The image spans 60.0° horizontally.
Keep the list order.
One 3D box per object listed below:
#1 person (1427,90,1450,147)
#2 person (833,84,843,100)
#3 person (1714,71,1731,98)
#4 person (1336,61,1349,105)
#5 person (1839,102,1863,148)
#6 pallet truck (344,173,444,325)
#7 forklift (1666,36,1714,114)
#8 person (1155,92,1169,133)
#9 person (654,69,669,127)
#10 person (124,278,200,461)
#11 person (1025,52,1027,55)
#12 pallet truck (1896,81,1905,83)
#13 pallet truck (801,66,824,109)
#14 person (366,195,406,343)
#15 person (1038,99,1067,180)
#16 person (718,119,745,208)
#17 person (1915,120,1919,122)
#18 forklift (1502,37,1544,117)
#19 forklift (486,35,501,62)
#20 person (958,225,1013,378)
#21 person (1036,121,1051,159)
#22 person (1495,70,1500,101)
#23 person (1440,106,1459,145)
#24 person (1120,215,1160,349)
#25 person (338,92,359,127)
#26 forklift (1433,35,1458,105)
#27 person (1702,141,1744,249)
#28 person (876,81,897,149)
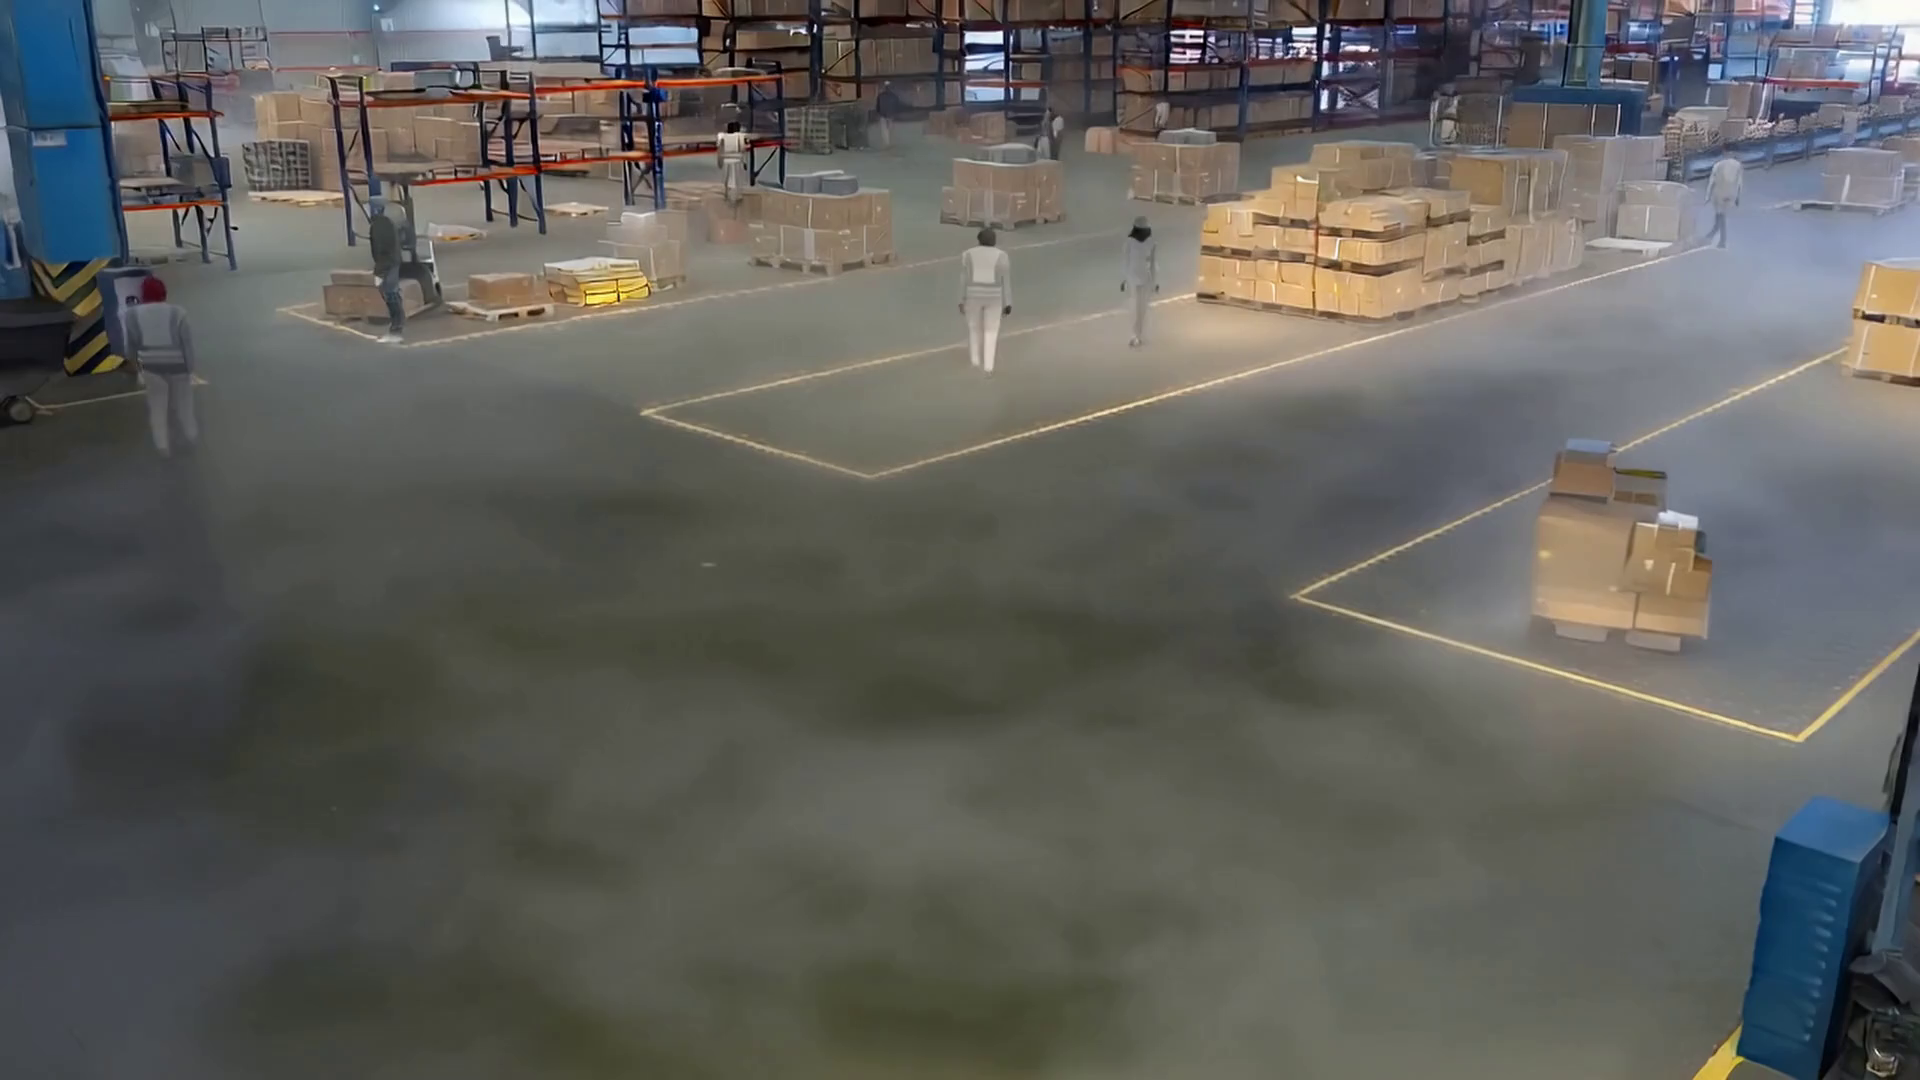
[{"bbox_3d":[13.459,-11.753,46.901,0.617,1.781,0.914,14,23,36],"label":"person"},{"bbox_3d":[-3.845,-13.576,52.628,0.312,1.638,0.512,9,20,25],"label":"person"},{"bbox_3d":[27.600,-16.139,60.264,0.557,1.676,0.526,15,24,38],"label":"person"},{"bbox_3d":[15.471,-18.529,67.268,0.579,1.814,0.605,16,24,39],"label":"person"},{"bbox_3d":[24.135,-11.024,45.005,0.522,1.595,0.800,17,25,41],"label":"person"},{"bbox_3d":[-8.209,-4.181,23.757,0.823,1.965,1.885,3,19,9],"label":"pallet truck"},{"bbox_3d":[27.341,-17.291,61.877,1.129,2.768,1.873,17,25,41],"label":"forklift"},{"bbox_3d":[5.765,-11.929,47.571,0.322,1.697,0.533,17,25,41],"label":"person"},{"bbox_3d":[-10.132,-14.985,56.452,0.588,1.911,0.396,8,20,22],"label":"person"},{"bbox_3d":[-7.983,-1.723,16.675,0.641,1.798,0.950,-4,19,-12],"label":"person"},{"bbox_3d":[3.049,-21.369,75.691,0.399,1.905,0.642,14,23,37],"label":"person"},{"bbox_3d":[34.802,-16.331,61.455,0.653,1.274,1.630,17,25,41],"label":"pallet truck"},{"bbox_3d":[-4.812,-15.182,56.903,0.823,1.965,1.885,-9,21,-26],"label":"pallet truck"},{"bbox_3d":[-7.631,-3.598,22.094,0.352,1.937,0.635,-2,18,-5],"label":"person"},{"bbox_3d":[2.187,-9.549,39.865,0.698,2.000,0.692,-16,24,-39],"label":"person"},{"bbox_3d":[-4.899,-8.084,35.718,0.574,1.876,0.356,-6,19,-18],"label":"person"},{"bbox_3d":[34.081,-15.523,58.374,0.923,1.714,0.543,12,22,31],"label":"person"},{"bbox_3d":[20.723,-16.776,60.326,1.873,2.768,1.129,10,21,28],"label":"forklift"},{"bbox_3d":[-17.571,-17.681,63.052,1.873,2.768,1.129,-2,18,-6],"label":"forklift"},{"bbox_3d":[0.318,-2.914,20.217,0.666,1.817,0.681,2,18,5],"label":"person"},{"bbox_3d":[1.716,-7.941,35.333,0.617,1.849,0.539,2,19,7],"label":"person"},{"bbox_3d":[22.348,-19.056,68.702,0.560,1.923,0.413,16,24,40],"label":"person"},{"bbox_3d":[11.420,-9.143,38.828,0.399,1.928,0.541,-10,21,-27],"label":"person"},{"bbox_3d":[2.360,-3.368,21.725,0.505,1.722,0.666,-2,18,-5],"label":"person"},{"bbox_3d":[-16.281,-10.979,44.385,0.574,1.904,0.709,15,23,37],"label":"person"},{"bbox_3d":[18.387,-17.661,62.991,1.873,2.768,1.129,16,24,40],"label":"forklift"},{"bbox_3d":[13.861,-6.285,30.268,0.565,1.882,0.975,-2,18,-5],"label":"person"},{"bbox_3d":[-2.133,-12.387,48.529,0.618,1.975,0.807,-5,19,-15],"label":"person"}]
